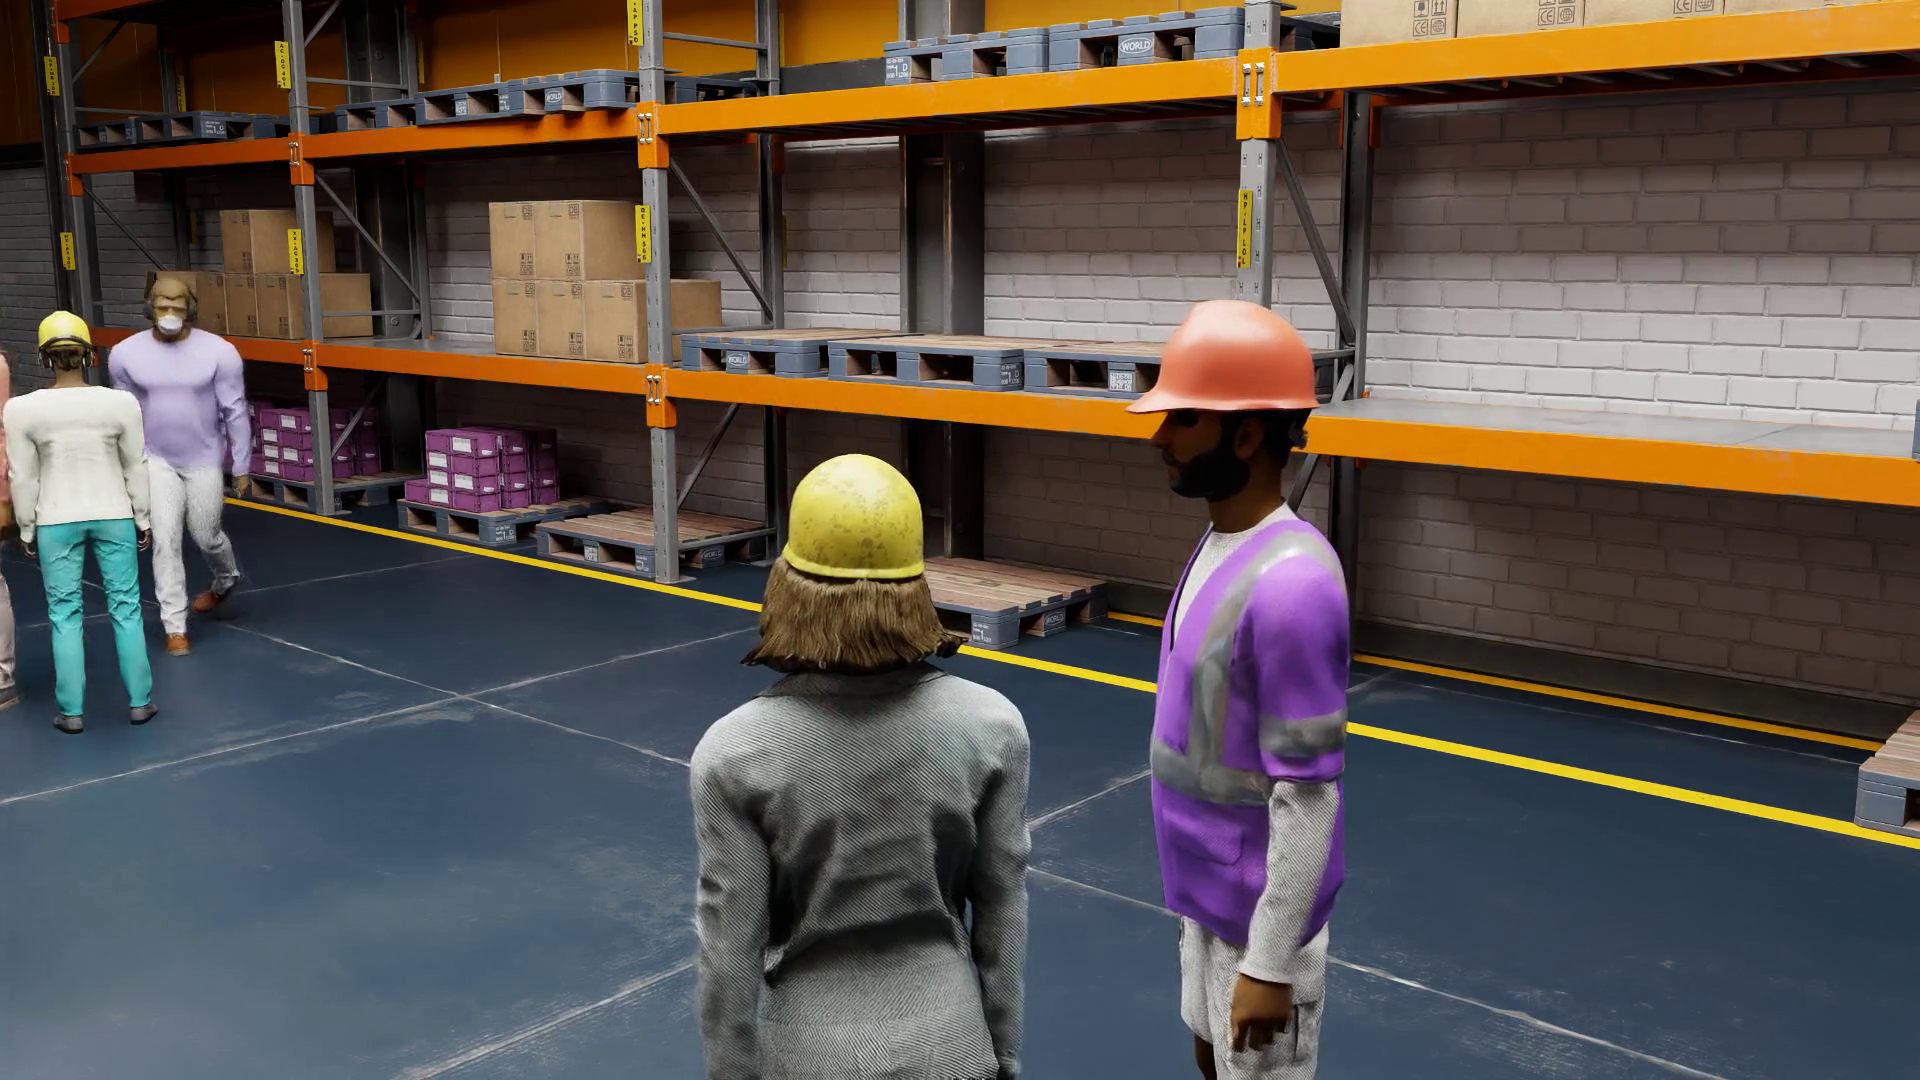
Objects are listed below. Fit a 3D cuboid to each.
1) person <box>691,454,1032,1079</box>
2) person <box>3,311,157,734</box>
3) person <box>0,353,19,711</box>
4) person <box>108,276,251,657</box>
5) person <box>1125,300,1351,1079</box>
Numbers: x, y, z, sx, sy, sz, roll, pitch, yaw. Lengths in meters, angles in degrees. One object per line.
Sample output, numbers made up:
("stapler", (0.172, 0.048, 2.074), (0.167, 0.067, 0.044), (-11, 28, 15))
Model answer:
("person", (-0.136, 0.746, 2.377), (0.483, 1.745, 0.301), (-3, 10, -18))
("person", (-3.668, -0.070, 6.968), (0.523, 1.767, 0.313), (-6, 12, -31))
("person", (-4.318, -0.200, 7.139), (0.645, 1.961, 0.463), (1, 10, 8))
("person", (-3.964, -0.406, 8.534), (0.663, 1.900, 0.840), (-3, 10, -15))
("person", (0.451, 0.575, 2.797), (0.370, 1.939, 0.543), (-1, 10, -3))
